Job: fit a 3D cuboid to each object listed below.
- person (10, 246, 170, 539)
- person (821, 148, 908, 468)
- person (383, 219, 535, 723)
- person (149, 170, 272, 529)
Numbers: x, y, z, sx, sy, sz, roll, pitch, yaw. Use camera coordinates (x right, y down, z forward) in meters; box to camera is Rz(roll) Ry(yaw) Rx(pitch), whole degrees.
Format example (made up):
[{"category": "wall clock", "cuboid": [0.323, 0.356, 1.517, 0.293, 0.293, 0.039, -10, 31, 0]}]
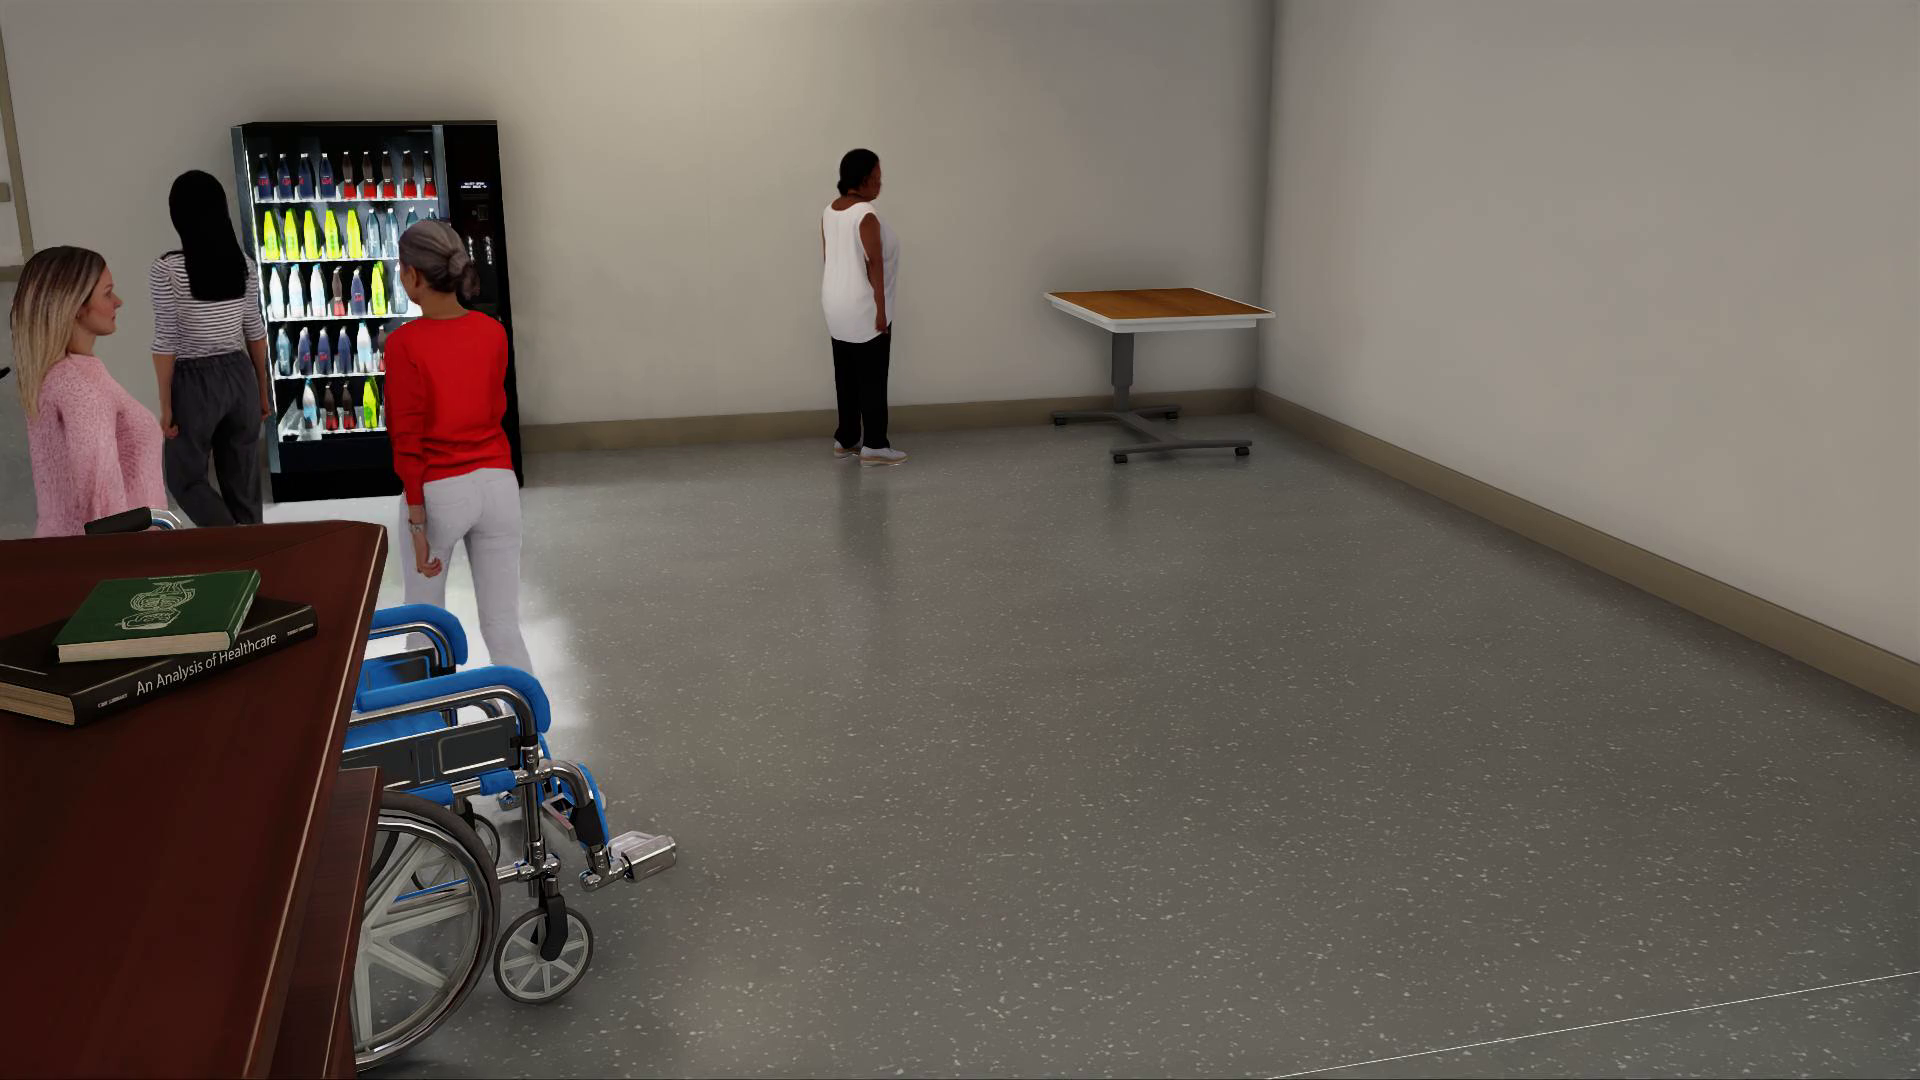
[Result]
[{"category": "person", "cuboid": [-2.214, 0.123, 4.150, 0.878, 1.672, 0.767, -12, 20, -36]}, {"category": "person", "cuboid": [-0.530, -1.267, 9.040, 0.720, 1.692, 0.731, -10, 19, -33]}, {"category": "person", "cuboid": [-1.377, -0.038, 4.765, 1.087, 1.647, 0.920, -13, 20, -39]}, {"category": "person", "cuboid": [-2.783, -0.512, 6.311, 0.825, 1.721, 0.757, 13, 20, 39]}]
